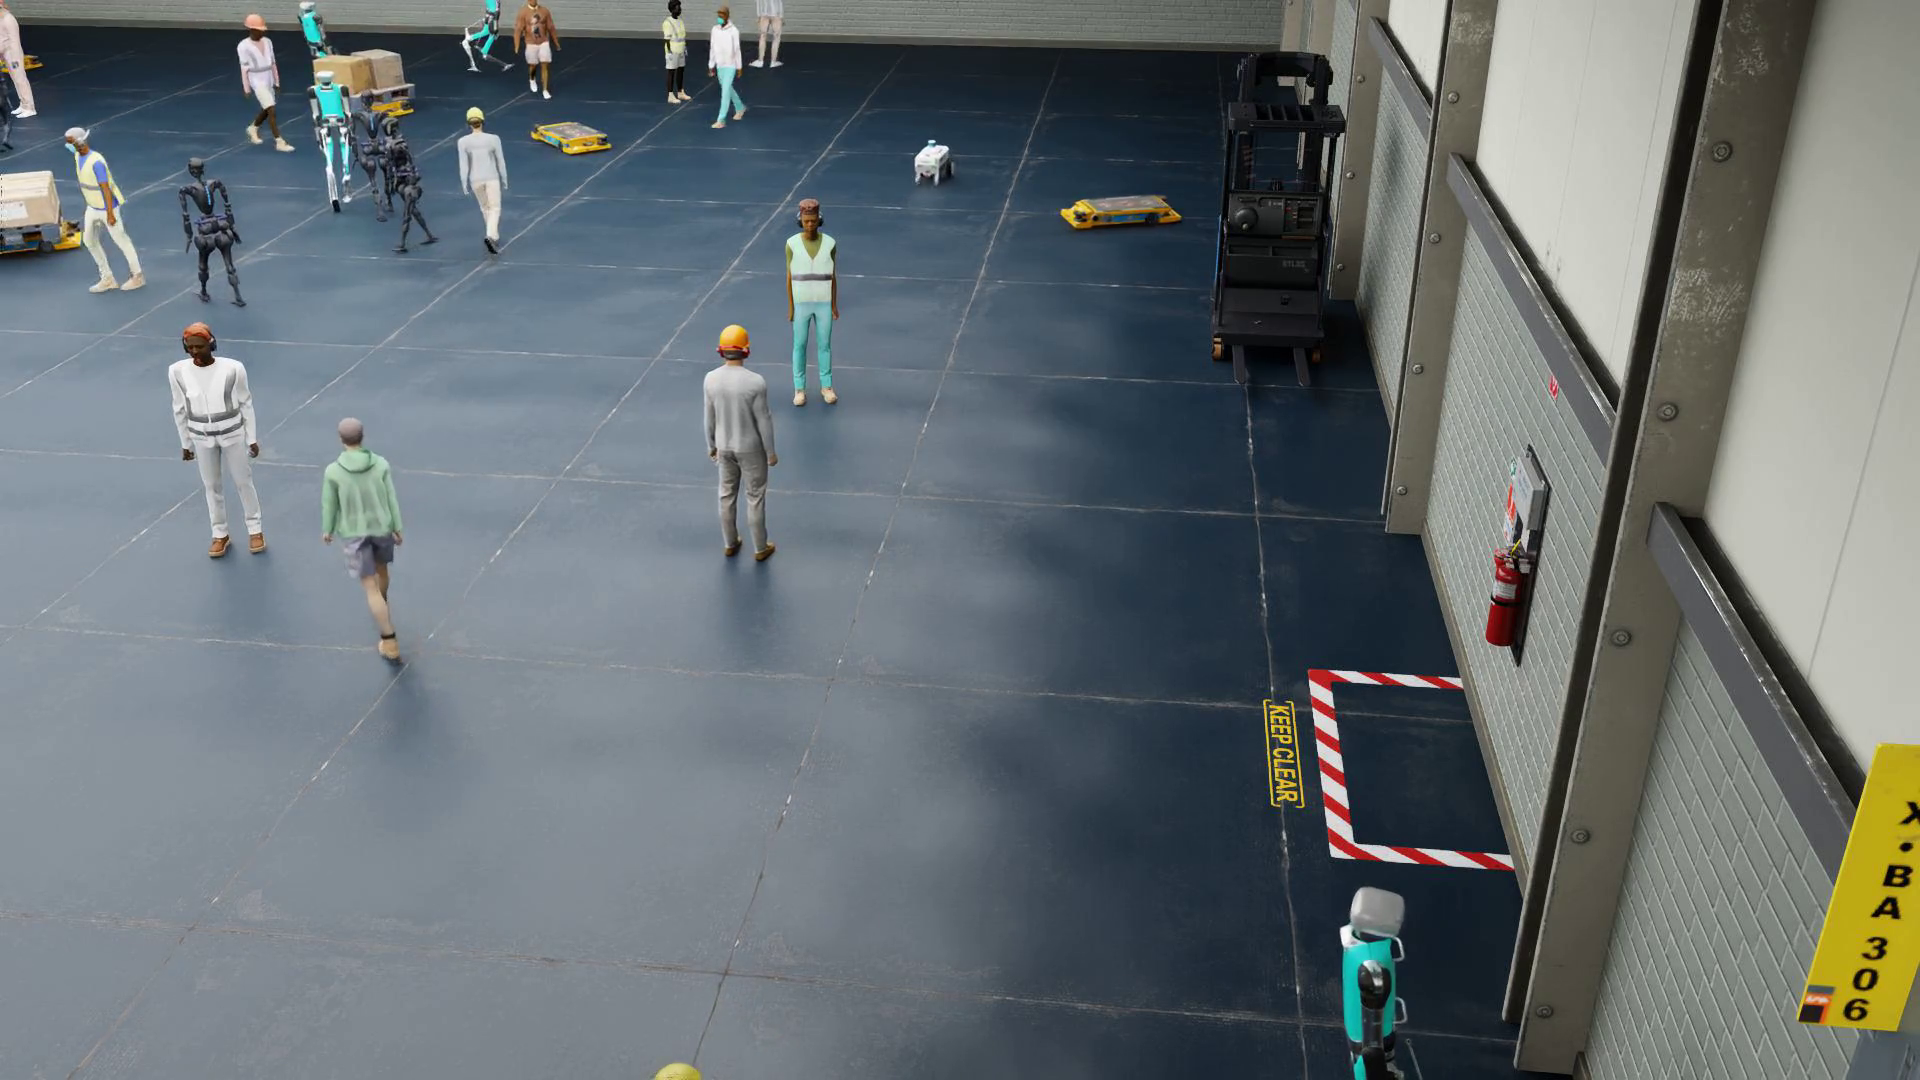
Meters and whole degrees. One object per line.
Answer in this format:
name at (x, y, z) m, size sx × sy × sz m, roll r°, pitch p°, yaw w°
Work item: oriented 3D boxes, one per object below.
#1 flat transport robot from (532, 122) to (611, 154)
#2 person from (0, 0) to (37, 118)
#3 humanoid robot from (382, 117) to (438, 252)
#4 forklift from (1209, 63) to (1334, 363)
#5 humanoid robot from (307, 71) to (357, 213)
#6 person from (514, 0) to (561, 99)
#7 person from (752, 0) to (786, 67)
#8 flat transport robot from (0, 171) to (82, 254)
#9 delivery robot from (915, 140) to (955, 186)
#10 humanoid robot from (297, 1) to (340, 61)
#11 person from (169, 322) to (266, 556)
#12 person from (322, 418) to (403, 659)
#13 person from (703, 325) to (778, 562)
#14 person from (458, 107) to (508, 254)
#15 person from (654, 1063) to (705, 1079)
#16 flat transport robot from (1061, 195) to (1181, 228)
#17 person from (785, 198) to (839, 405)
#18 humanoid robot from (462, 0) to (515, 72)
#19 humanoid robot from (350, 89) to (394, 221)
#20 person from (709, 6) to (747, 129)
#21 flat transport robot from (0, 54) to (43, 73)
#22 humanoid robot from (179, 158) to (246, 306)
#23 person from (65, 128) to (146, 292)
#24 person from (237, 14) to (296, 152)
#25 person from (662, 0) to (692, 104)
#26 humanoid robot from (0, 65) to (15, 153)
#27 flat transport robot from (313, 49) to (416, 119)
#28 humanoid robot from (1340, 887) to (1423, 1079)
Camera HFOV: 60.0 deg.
flat transport robot at (-5.952, -6.153, 25.421) m, size 0.659 × 0.231 × 1.431 m, roll -18°, pitch 32°, yaw -32°
person at (-15.390, -7.838, 26.964) m, size 0.413 × 1.905 × 0.639 m, roll -19°, pitch 32°, yaw -33°
humanoid robot at (-6.788, -4.354, 20.290) m, size 0.591 × 1.621 × 0.750 m, roll 20°, pitch 33°, yaw 35°
forklift at (3.241, -3.477, 17.183) m, size 1.129 × 2.768 × 1.873 m, roll 3°, pitch 27°, yaw 6°
humanoid robot at (-8.277, -5.223, 21.948) m, size 0.544 × 1.762 × 0.948 m, roll -5°, pitch 27°, yaw -10°
person at (-7.214, -8.487, 28.335) m, size 0.778 × 1.838 × 0.588 m, roll -11°, pitch 29°, yaw -20°
person at (-3.577, -9.678, 30.715) m, size 0.732 × 1.843 × 0.369 m, roll 8°, pitch 28°, yaw 16°
flat transport robot at (-11.642, -3.700, 20.525) m, size 1.431 × 0.231 × 0.659 m, roll -12°, pitch 29°, yaw -22°
delivery robot at (-0.389, -5.333, 23.461) m, size 0.499 × 0.590 × 0.793 m, roll 6°, pitch 27°, yaw 12°
humanoid robot at (-10.452, -8.102, 27.694) m, size 0.545 × 1.755 × 0.863 m, roll 17°, pitch 31°, yaw 31°
person at (-5.743, -0.777, 12.889) m, size 0.572 × 1.883 × 0.354 m, roll -6°, pitch 27°, yaw -11°
person at (-4.175, -0.055, 11.648) m, size 0.487 × 1.691 × 0.912 m, roll -17°, pitch 31°, yaw -31°
person at (-1.688, -0.737, 12.806) m, size 0.569 × 1.889 × 0.389 m, roll 7°, pitch 28°, yaw 14°
person at (-5.783, -4.357, 20.208) m, size 0.533 × 1.727 × 0.769 m, roll -4°, pitch 27°, yaw -8°
person at (-0.953, 2.699, 6.111) m, size 0.410 × 1.745 × 0.671 m, roll 5°, pitch 27°, yaw 10°
flat transport robot at (2.097, -4.275, 21.672) m, size 1.431 × 0.231 × 0.659 m, roll -6°, pitch 27°, yaw -12°
person at (-1.393, -2.255, 15.736) m, size 0.481 × 1.978 × 0.403 m, roll -5°, pitch 27°, yaw -11°
humanoid robot at (-8.587, -9.168, 29.817) m, size 1.058 × 1.718 × 0.530 m, roll -17°, pitch 31°, yaw -30°
humanoid robot at (-7.607, -5.008, 21.603) m, size 0.611 × 1.626 × 0.726 m, roll -12°, pitch 29°, yaw -23°
person at (-3.682, -7.541, 26.410) m, size 0.524 × 1.874 × 0.936 m, roll 13°, pitch 29°, yaw 24°
flat transport robot at (-17.795, -8.827, 30.760) m, size 1.431 × 0.231 × 0.659 m, roll 9°, pitch 28°, yaw 18°
humanoid robot at (-8.327, -3.428, 18.436) m, size 0.719 × 1.629 × 0.608 m, roll 21°, pitch 33°, yaw 35°
person at (-9.717, -3.698, 18.740) m, size 0.700 × 1.856 × 0.748 m, roll 18°, pitch 32°, yaw 32°
person at (-10.492, -6.852, 24.896) m, size 0.943 × 2.003 × 0.605 m, roll 11°, pitch 29°, yaw 21°
person at (-4.772, -8.220, 27.964) m, size 0.322 × 1.690 × 0.531 m, roll 12°, pitch 29°, yaw 23°
humanoid robot at (-14.435, -6.577, 24.703) m, size 0.608 × 1.647 × 0.352 m, roll -2°, pitch 27°, yaw -3°
flat transport robot at (-9.770, -7.136, 27.384) m, size 1.431 × 0.231 × 0.659 m, roll 16°, pitch 31°, yaw 28°
humanoid robot at (1.928, 2.260, 7.041) m, size 1.044 × 1.755 × 0.558 m, roll 3°, pitch 27°, yaw 6°
